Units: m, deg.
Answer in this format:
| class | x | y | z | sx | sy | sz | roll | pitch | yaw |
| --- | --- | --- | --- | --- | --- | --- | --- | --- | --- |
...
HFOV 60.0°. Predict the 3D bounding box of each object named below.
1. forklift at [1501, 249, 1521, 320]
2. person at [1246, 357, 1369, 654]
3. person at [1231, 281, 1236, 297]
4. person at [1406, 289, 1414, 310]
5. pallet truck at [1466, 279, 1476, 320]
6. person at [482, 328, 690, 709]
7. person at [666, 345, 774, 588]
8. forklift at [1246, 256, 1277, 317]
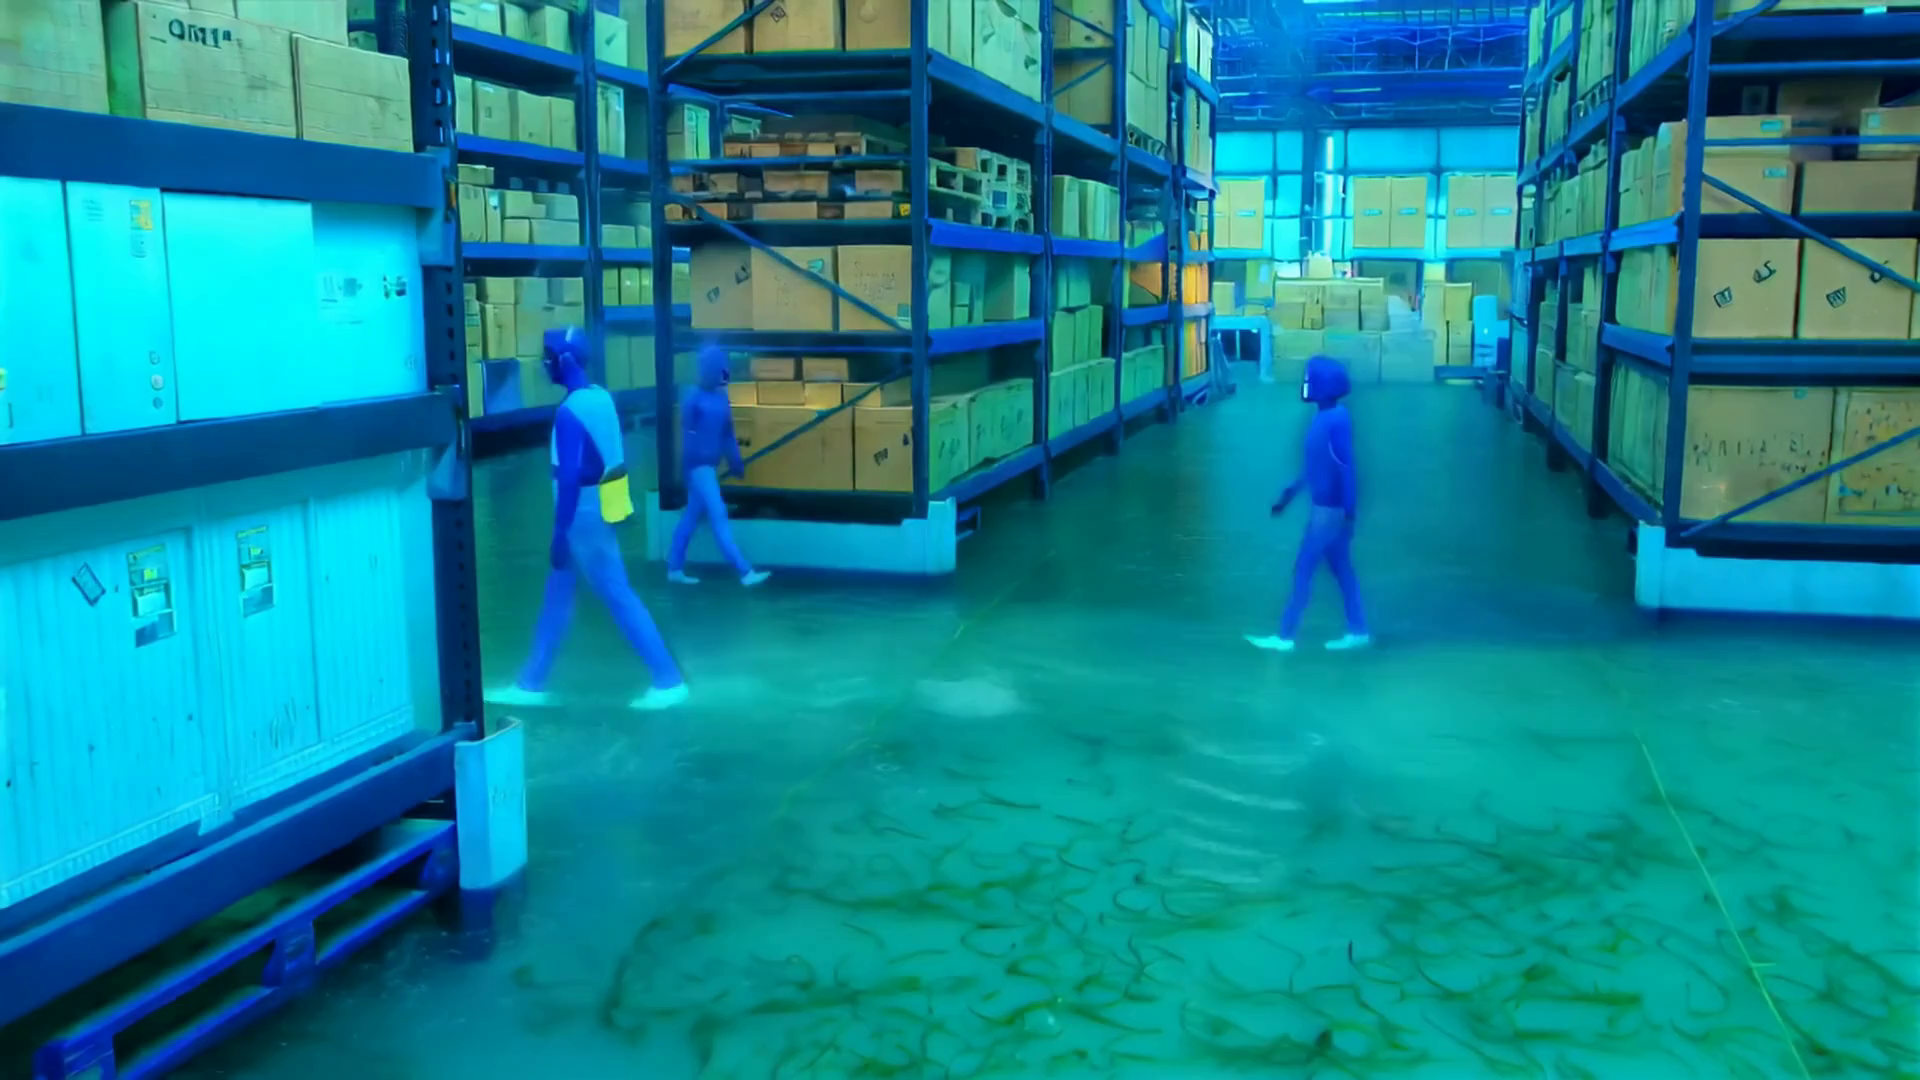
| class | x | y | z | sx | sy | sz | roll | pitch | yaw |
| --- | --- | --- | --- | --- | --- | --- | --- | --- | --- |
| forklift | 15.612 | -6.692 | 46.291 | 1.129 | 2.768 | 1.873 | 2 | 9 | 15 |
| person | 1.885 | -0.176 | 8.950 | 0.801 | 1.602 | 0.513 | -1 | 9 | -4 |
| person | 8.678 | -7.375 | 53.649 | 0.565 | 1.927 | 0.647 | 0 | 9 | 1 |
| person | 17.945 | -9.180 | 66.155 | 0.873 | 1.587 | 0.532 | 2 | 9 | 9 |
| pallet truck | 18.896 | -8.459 | 60.307 | 1.885 | 1.965 | 0.823 | 5 | 10 | 31 |
| person | -1.740 | -0.083 | 7.744 | 0.989 | 1.804 | 0.578 | 0 | 9 | -2 |
| person | -1.579 | -0.465 | 10.806 | 0.859 | 1.577 | 0.504 | 3 | 9 | 18 |
| forklift | 11.003 | -8.927 | 60.490 | 1.129 | 2.768 | 1.873 | 2 | 9 | 15 |
